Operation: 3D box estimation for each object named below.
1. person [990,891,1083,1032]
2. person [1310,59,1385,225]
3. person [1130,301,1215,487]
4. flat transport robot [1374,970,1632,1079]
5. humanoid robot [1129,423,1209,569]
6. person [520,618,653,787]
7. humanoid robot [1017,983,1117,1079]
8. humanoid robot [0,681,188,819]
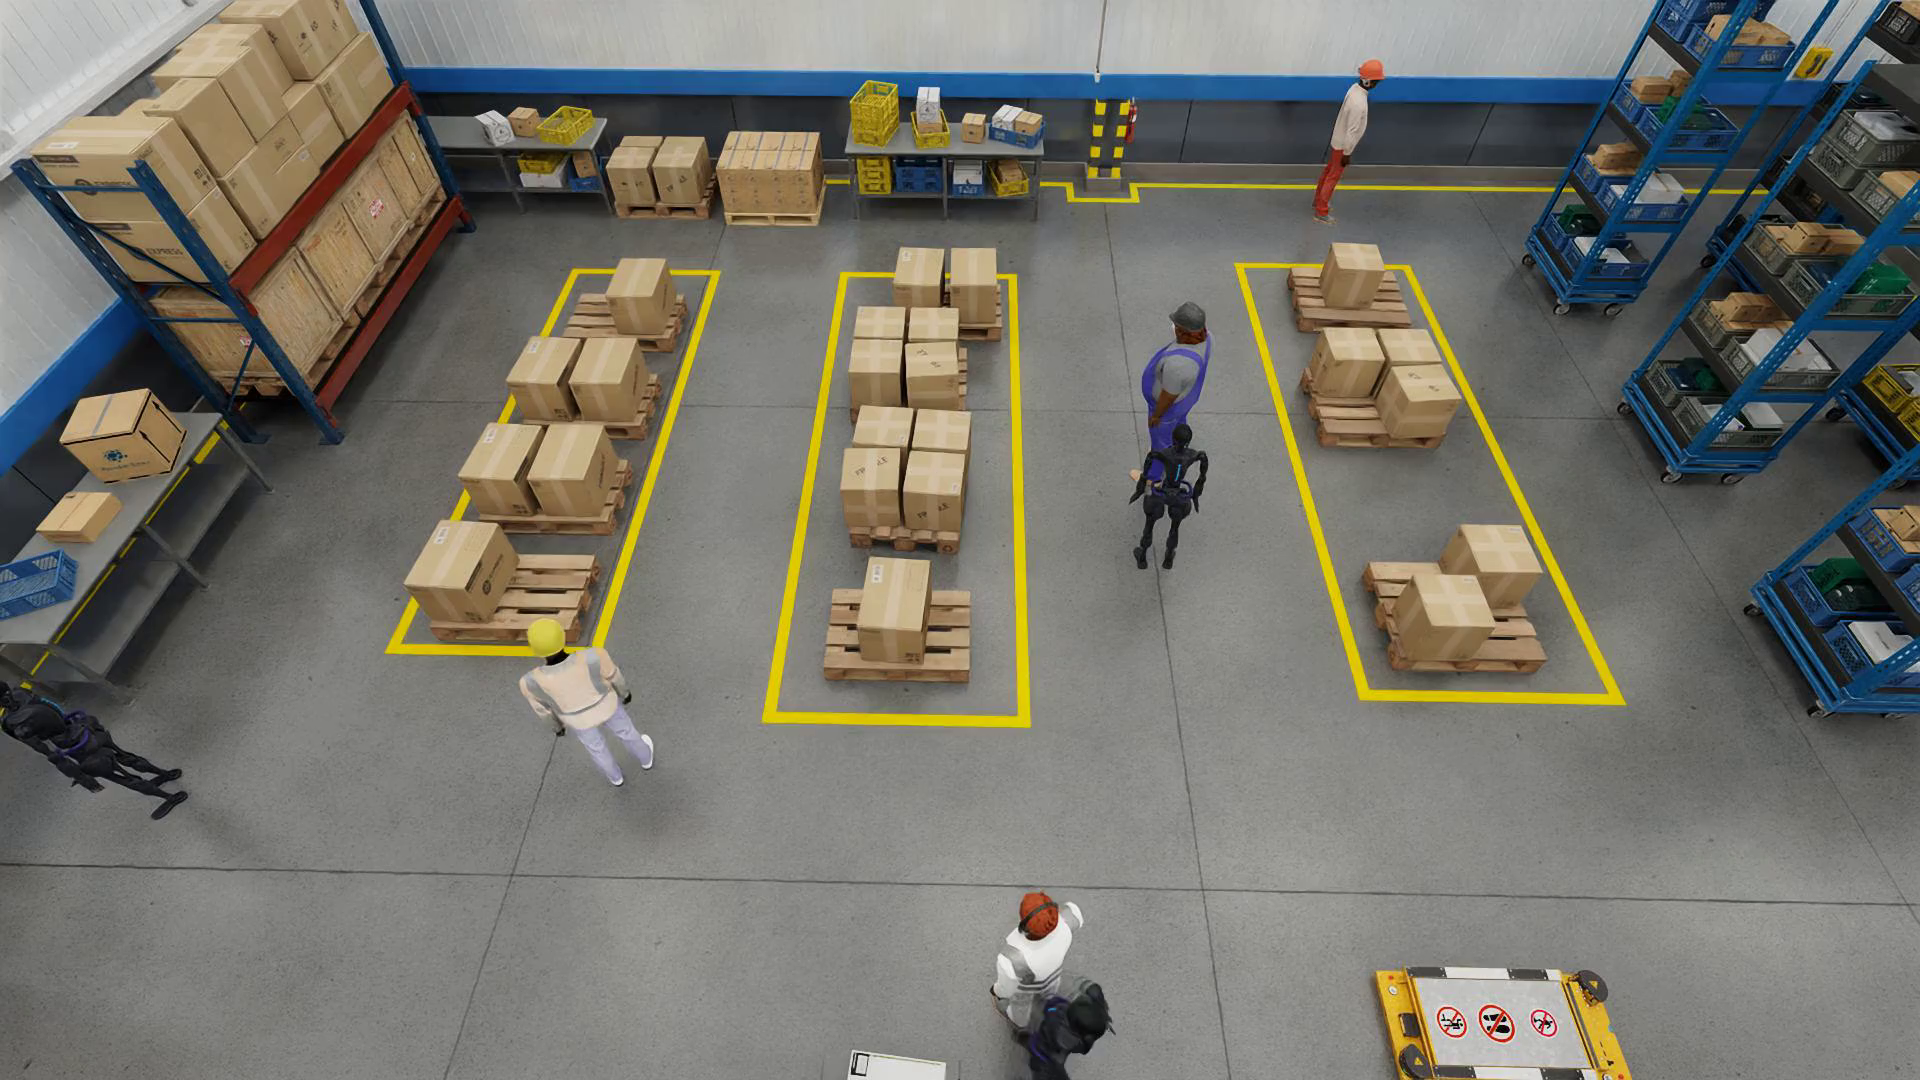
[{"bbox_3d":[0.424,2.496,5.409,0.576,1.881,0.347,-30,57,-22],"label":"person"},{"bbox_3d":[4.801,-4.943,11.402,0.378,1.993,0.619,8,51,7],"label":"person"},{"bbox_3d":[1.916,-1.336,8.433,0.537,2.000,0.677,31,57,22],"label":"person"},{"bbox_3d":[3.501,3.133,5.914,1.431,0.197,0.652,1,51,1],"label":"flat transport robot"},{"bbox_3d":[1.776,-0.370,7.871,0.601,1.654,0.324,3,51,3],"label":"humanoid robot"},{"bbox_3d":[-2.619,1.164,6.468,0.588,1.925,0.378,-23,55,-18],"label":"person"},{"bbox_3d":[0.600,2.879,5.242,0.634,1.633,0.591,23,54,17],"label":"humanoid robot"},{"bbox_3d":[-6.128,1.443,6.396,0.326,1.650,0.567,-32,57,-23],"label":"humanoid robot"}]
